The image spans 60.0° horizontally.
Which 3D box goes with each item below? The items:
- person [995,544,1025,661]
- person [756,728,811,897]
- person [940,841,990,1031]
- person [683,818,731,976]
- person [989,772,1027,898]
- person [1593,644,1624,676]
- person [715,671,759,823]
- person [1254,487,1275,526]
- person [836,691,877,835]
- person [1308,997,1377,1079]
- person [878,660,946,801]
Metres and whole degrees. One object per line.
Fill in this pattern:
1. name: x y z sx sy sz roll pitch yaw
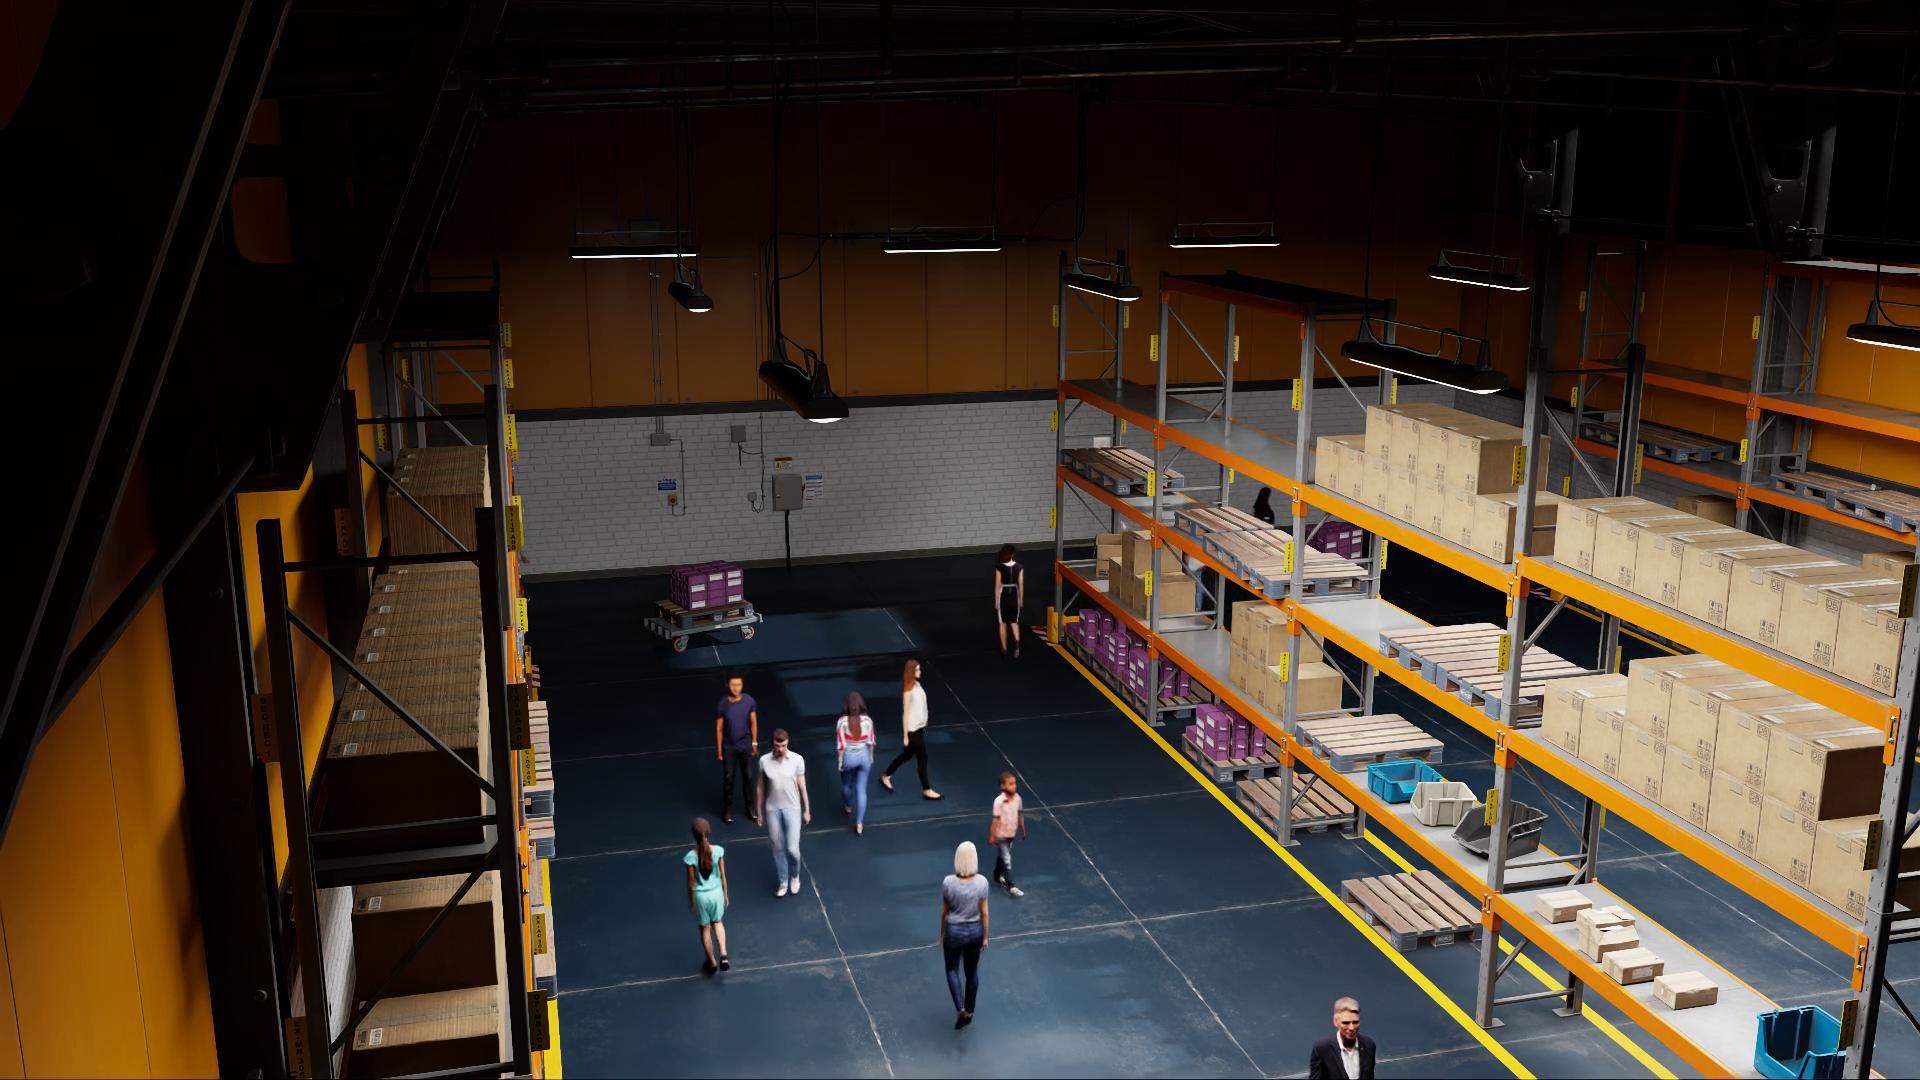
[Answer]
1. person: 0.743 0.968 24.639 0.607 1.781 0.922 -3 14 -13
2. person: -1.802 2.762 17.120 0.792 1.831 0.763 1 14 4
3. person: 0.041 3.469 14.454 0.648 1.712 0.843 -2 14 -6
4. person: -2.320 3.333 15.371 0.636 1.544 0.759 -5 15 -21
5. person: 0.430 3.015 17.240 0.713 1.284 0.868 -11 17 -38
6. person: 7.775 2.063 20.207 0.823 1.737 1.085 -9 16 -32
7. person: -2.545 2.334 18.976 0.632 1.790 0.523 -4 14 -17
8. person: 5.286 -0.120 29.481 0.800 1.616 0.869 -8 16 -31
9. person: -1.157 2.518 18.672 0.670 1.575 1.036 -3 14 -10
10. person: 2.704 4.066 11.767 0.708 1.815 0.600 -2 14 -10
11. person: -0.628 2.238 19.580 1.000 1.692 1.090 4 14 15
